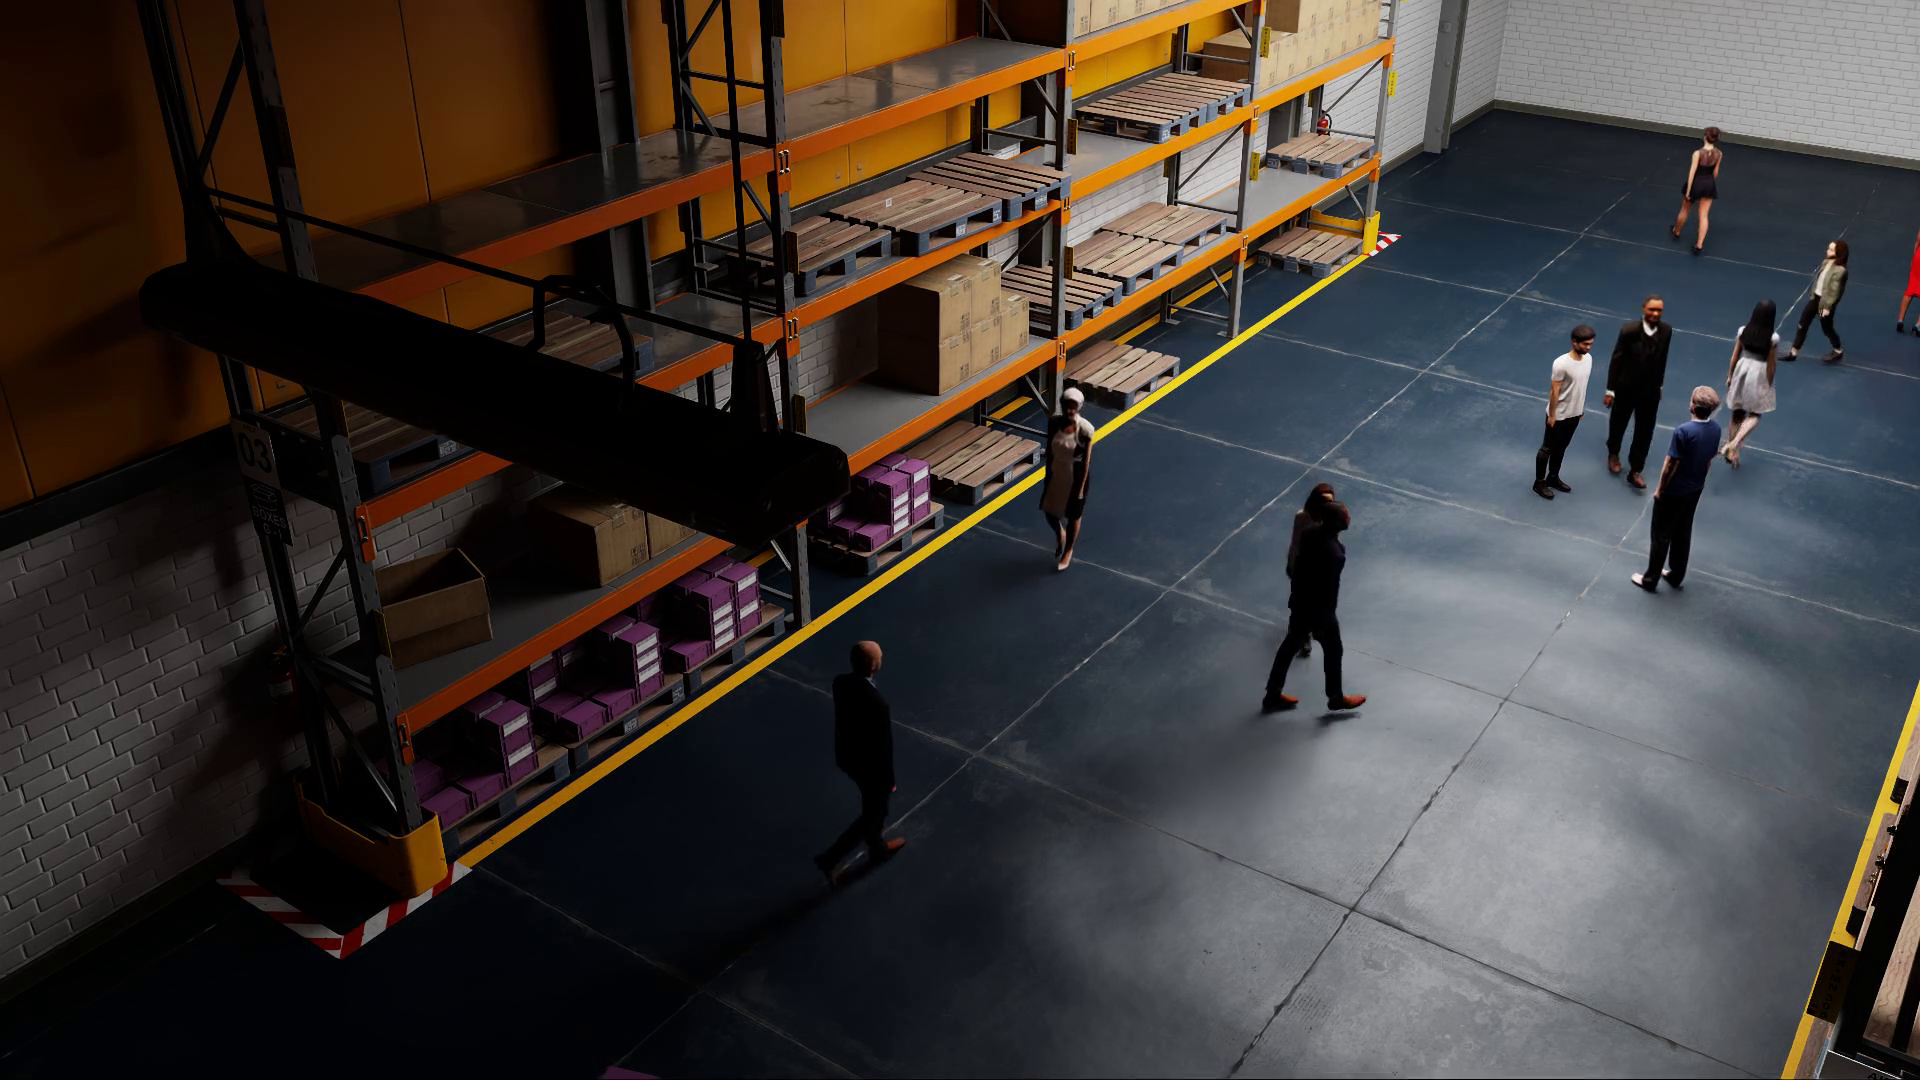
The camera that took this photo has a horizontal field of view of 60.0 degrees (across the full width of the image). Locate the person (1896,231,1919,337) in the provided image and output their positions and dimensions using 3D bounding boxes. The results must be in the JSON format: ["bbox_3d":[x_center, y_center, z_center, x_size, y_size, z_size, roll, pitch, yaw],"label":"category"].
[{"bbox_3d":[11.372,-3.249,19.533,0.589,1.744,0.619,-20,35,-33],"label":"person"}]

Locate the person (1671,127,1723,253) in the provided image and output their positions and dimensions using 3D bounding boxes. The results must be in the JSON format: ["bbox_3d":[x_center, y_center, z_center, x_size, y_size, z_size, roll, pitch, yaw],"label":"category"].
[{"bbox_3d":[9.924,-4.647,22.224,1.001,1.621,1.186,0,29,1],"label":"person"}]

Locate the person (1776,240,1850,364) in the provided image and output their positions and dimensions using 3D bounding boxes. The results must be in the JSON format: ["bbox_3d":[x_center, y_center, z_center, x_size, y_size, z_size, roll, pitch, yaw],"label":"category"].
[{"bbox_3d":[9.810,-2.656,18.758,1.022,1.445,0.997,-2,29,-4],"label":"person"}]

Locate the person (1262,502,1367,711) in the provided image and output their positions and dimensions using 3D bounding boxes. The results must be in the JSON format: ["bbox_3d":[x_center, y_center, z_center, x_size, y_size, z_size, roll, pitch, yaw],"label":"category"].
[{"bbox_3d":[2.581,0.537,12.549,1.136,1.785,1.056,-7,29,-13],"label":"person"}]

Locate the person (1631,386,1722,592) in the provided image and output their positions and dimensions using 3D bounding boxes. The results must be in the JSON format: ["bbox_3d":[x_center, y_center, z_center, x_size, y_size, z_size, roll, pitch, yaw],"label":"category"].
[{"bbox_3d":[6.191,-0.432,14.240,0.692,1.866,0.804,-11,30,-19],"label":"person"}]

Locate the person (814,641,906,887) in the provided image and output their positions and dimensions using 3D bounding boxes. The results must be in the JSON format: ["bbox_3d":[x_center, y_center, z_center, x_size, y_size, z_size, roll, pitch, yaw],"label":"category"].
[{"bbox_3d":[-0.680,1.478,10.831,1.105,1.778,0.859,-23,36,-36],"label":"person"}]

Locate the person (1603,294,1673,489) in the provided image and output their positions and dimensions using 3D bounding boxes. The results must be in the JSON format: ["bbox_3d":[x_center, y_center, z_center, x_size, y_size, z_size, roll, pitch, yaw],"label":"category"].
[{"bbox_3d":[6.568,-1.520,16.226,1.030,1.876,1.166,3,29,5],"label":"person"}]

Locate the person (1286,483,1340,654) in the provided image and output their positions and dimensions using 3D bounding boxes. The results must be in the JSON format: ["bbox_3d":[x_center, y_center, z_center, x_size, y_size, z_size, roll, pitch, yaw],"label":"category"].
[{"bbox_3d":[2.854,0.172,13.542,0.759,1.474,0.894,4,29,6],"label":"person"}]

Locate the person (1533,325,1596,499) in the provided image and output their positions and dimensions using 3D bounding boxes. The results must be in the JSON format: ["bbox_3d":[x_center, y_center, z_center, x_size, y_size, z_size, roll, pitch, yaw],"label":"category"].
[{"bbox_3d":[5.783,-1.258,15.911,0.604,1.717,0.754,-17,33,-29],"label":"person"}]

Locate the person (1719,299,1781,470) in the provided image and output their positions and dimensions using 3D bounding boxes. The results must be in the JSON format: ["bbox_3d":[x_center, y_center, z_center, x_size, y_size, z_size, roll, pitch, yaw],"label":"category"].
[{"bbox_3d":[7.696,-1.481,16.269,0.720,1.764,0.832,25,37,38],"label":"person"}]

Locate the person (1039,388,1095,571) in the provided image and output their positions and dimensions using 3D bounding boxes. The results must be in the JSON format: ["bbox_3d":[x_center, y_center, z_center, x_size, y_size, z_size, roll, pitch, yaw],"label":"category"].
[{"bbox_3d":[0.995,-0.560,14.605,0.671,1.742,0.727,16,32,26],"label":"person"}]
